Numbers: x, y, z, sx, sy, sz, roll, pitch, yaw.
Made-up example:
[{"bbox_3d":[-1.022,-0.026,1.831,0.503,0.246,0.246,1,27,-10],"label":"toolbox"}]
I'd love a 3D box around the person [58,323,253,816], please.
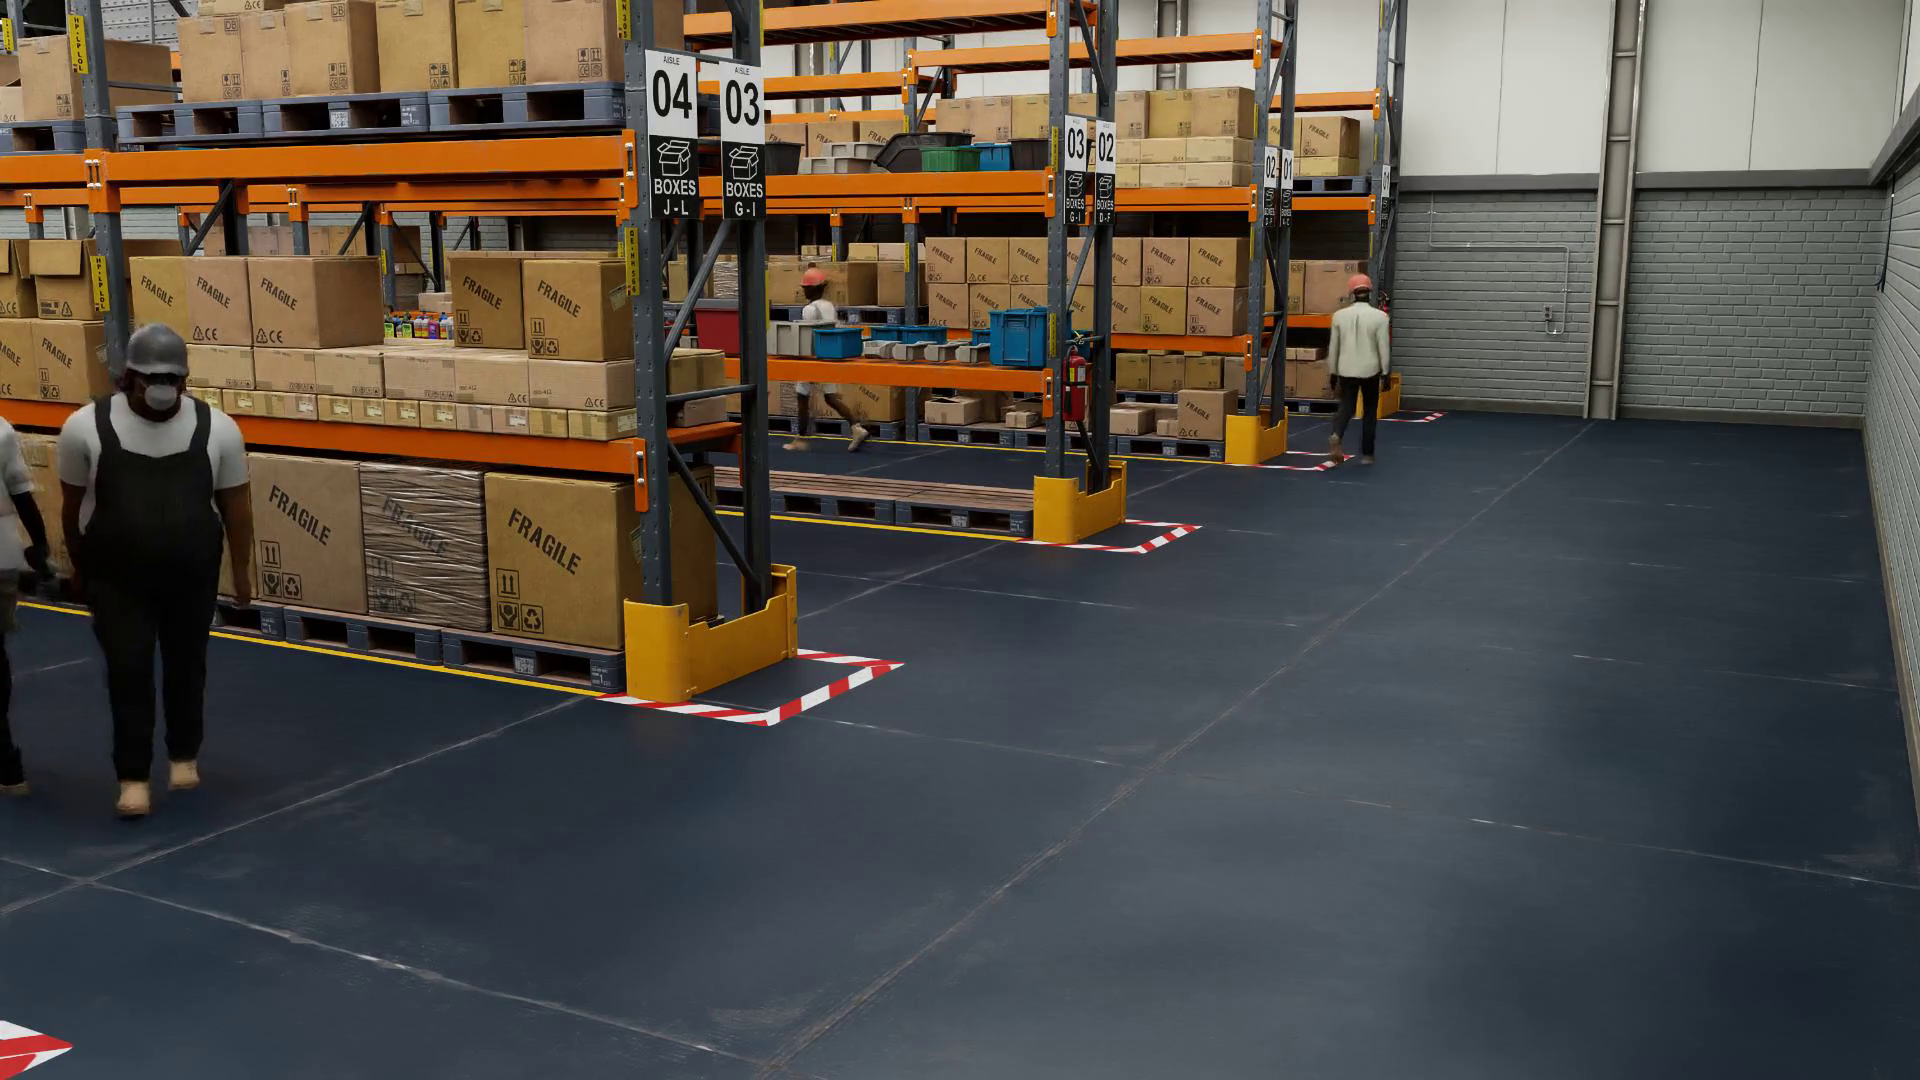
[{"bbox_3d":[-3.267,0.092,6.840,0.710,2.000,0.809,-6,12,-31],"label":"person"}]

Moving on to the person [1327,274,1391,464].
[{"bbox_3d":[4.056,-1.725,16.977,0.647,1.965,0.734,6,12,31],"label":"person"}]

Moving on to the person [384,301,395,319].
[{"bbox_3d":[-6.537,-1.887,18.776,0.512,1.617,0.552,8,13,37],"label":"person"}]

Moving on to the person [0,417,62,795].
[{"bbox_3d":[-4.282,0.110,7.093,0.854,1.915,0.672,7,13,34],"label":"person"}]

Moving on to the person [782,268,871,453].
[{"bbox_3d":[-1.449,-1.925,17.962,0.964,2.014,0.618,5,11,25],"label":"person"}]

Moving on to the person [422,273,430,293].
[{"bbox_3d":[-8.094,-3.077,24.570,0.750,1.879,0.660,3,11,16],"label":"person"}]
